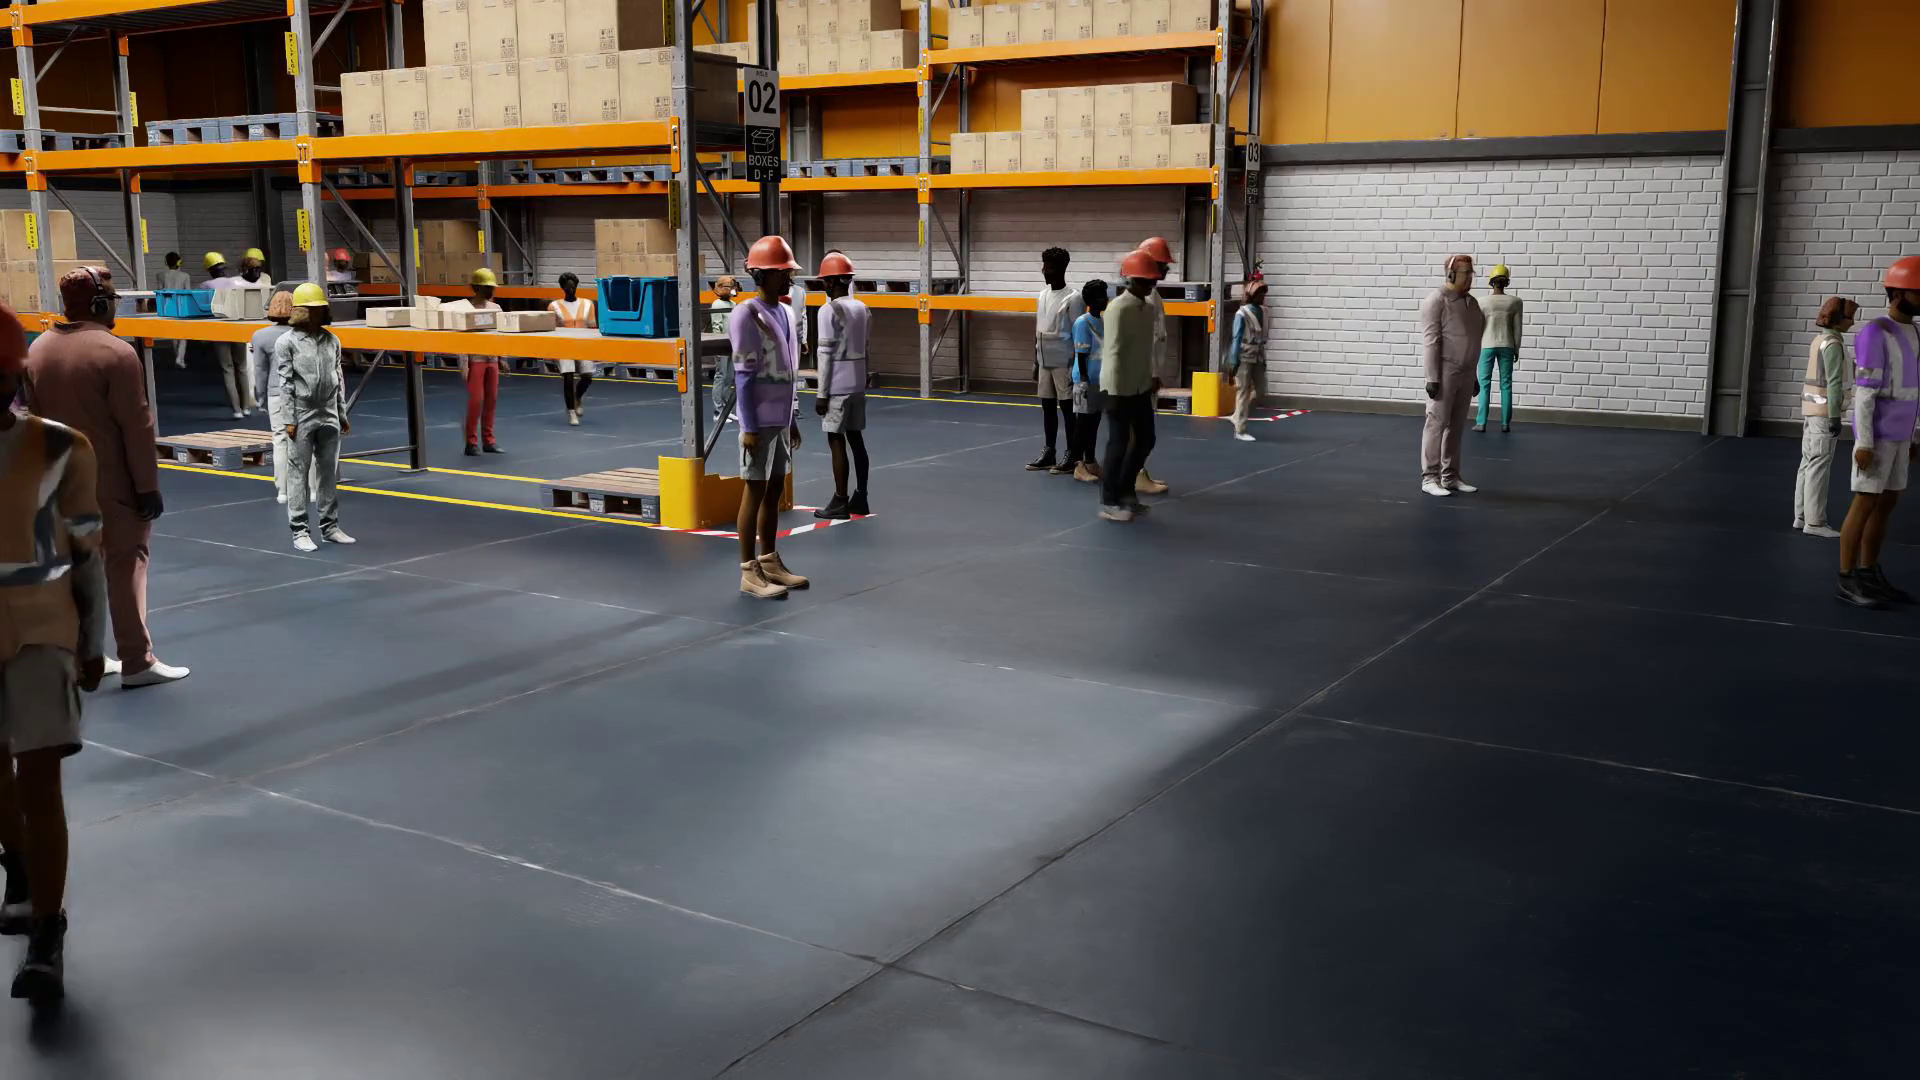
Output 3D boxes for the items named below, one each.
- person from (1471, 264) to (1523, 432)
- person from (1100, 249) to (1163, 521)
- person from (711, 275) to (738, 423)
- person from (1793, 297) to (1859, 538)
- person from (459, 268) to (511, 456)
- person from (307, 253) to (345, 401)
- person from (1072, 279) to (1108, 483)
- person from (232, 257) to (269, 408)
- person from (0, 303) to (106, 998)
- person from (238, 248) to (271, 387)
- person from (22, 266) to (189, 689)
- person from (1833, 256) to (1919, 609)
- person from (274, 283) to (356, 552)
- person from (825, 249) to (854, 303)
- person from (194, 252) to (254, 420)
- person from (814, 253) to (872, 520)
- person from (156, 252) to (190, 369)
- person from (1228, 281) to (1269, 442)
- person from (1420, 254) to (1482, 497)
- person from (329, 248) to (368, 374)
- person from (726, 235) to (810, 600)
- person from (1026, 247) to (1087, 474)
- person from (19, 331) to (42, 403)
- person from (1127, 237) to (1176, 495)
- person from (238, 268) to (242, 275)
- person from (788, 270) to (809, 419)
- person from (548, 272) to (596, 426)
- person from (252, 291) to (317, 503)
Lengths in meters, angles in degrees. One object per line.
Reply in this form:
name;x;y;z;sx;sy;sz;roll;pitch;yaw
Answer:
person;5.644;-2.009;17.526;0.528;1.768;0.313;0;10;2
person;1.231;-1.096;11.945;0.530;1.958;0.641;8;13;38
person;-2.600;-2.122;18.516;0.266;1.631;0.507;3;11;17
person;5.939;-0.843;11.416;0.309;1.640;0.514;3;11;14
person;-4.479;-1.668;15.680;0.366;1.757;0.547;6;12;28
person;-6.975;-2.209;18.241;0.402;1.906;0.652;-2;11;-13
person;1.120;-1.335;13.981;0.320;1.697;0.531;5;12;28
person;-8.535;-2.503;20.129;0.692;1.811;0.640;6;12;31
person;-2.641;0.278;4.564;0.555;1.875;1.034;-4;11;-23
person;-9.702;-3.094;23.144;0.625;1.897;0.819;3;11;17
person;-3.866;-0.276;7.535;0.651;1.907;0.409;4;11;21
person;5.141;-0.587;9.177;0.552;1.933;0.377;-7;12;-34
person;-4.228;-0.808;10.928;0.297;1.745;0.484;6;12;30
person;-1.382;-2.403;19.303;0.398;1.913;0.590;1;10;8
person;-8.315;-2.303;18.831;0.616;1.876;0.755;-4;11;-23
person;-0.876;-1.117;12.135;0.382;1.932;0.541;6;12;31
person;-12.347;-3.615;26.215;0.533;1.846;0.775;-2;10;-9
person;2.892;-1.801;16.773;0.536;1.614;0.458;-10;14;-43
person;3.934;-1.310;13.255;0.643;1.910;0.411;-8;13;-39
person;-9.458;-3.468;25.230;0.878;1.916;0.558;4;11;19
person;-1.069;-0.694;9.467;0.387;2.045;0.605;4;11;21
person;0.839;-1.558;14.471;0.361;1.965;0.612;-8;13;-36
person;-11.536;-2.588;20.556;0.454;1.826;0.589;2;10;10
person;1.518;-1.385;13.298;0.389;2.041;0.615;-1;10;-3
person;-10.636;-3.270;24.877;0.507;1.632;0.265;-4;11;-23
person;-1.984;-2.268;18.777;0.601;1.830;0.403;-5;11;-27
person;-4.261;-2.099;18.246;0.540;1.677;0.521;-5;11;-25
person;-5.161;-1.096;12.830;0.498;1.634;0.281;-2;10;-11
